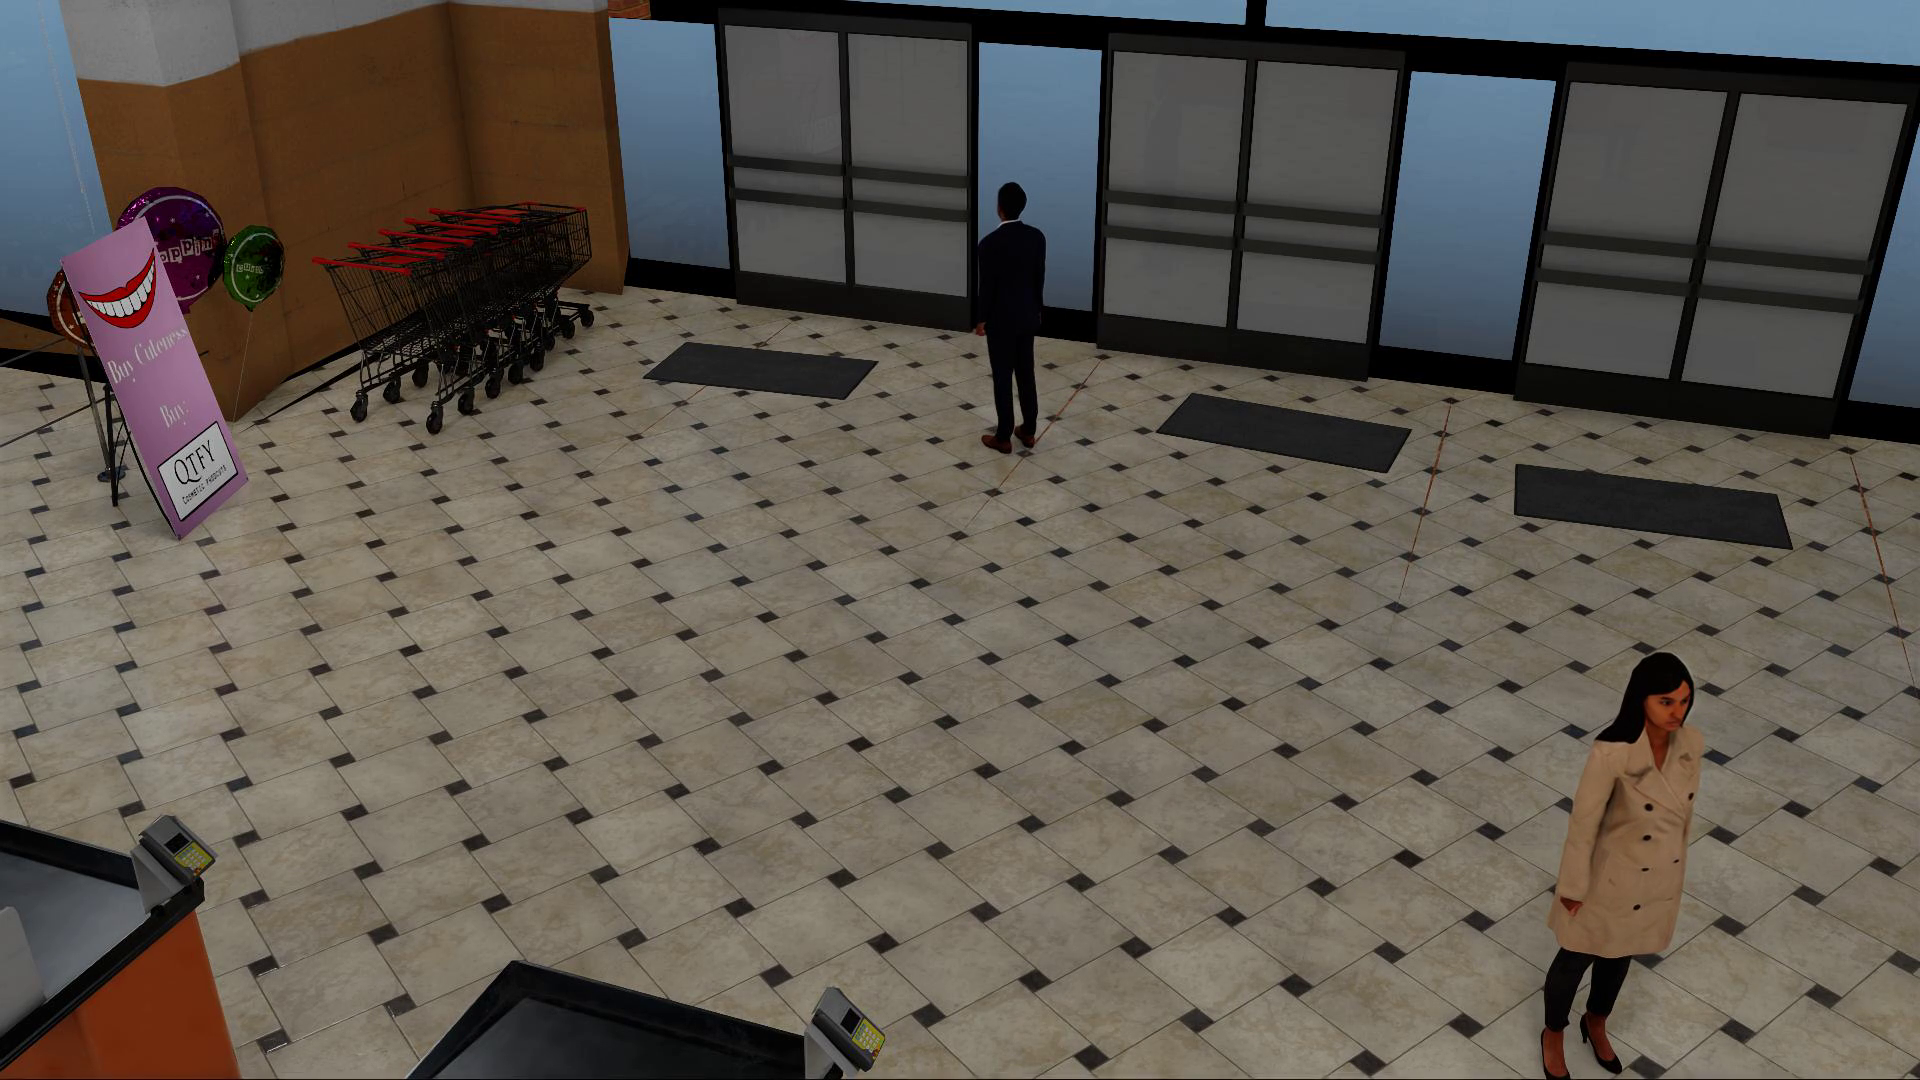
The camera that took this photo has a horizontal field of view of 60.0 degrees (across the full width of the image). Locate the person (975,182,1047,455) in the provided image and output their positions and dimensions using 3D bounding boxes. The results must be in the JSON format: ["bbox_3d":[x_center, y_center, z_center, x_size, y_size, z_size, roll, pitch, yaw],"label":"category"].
[{"bbox_3d":[0.322,-1.385,10.461,0.675,1.724,0.762,-15,31,-27],"label":"person"}]

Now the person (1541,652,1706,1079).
[{"bbox_3d":[2.210,1.116,5.575,0.712,1.682,0.735,-8,28,-15],"label":"person"}]
